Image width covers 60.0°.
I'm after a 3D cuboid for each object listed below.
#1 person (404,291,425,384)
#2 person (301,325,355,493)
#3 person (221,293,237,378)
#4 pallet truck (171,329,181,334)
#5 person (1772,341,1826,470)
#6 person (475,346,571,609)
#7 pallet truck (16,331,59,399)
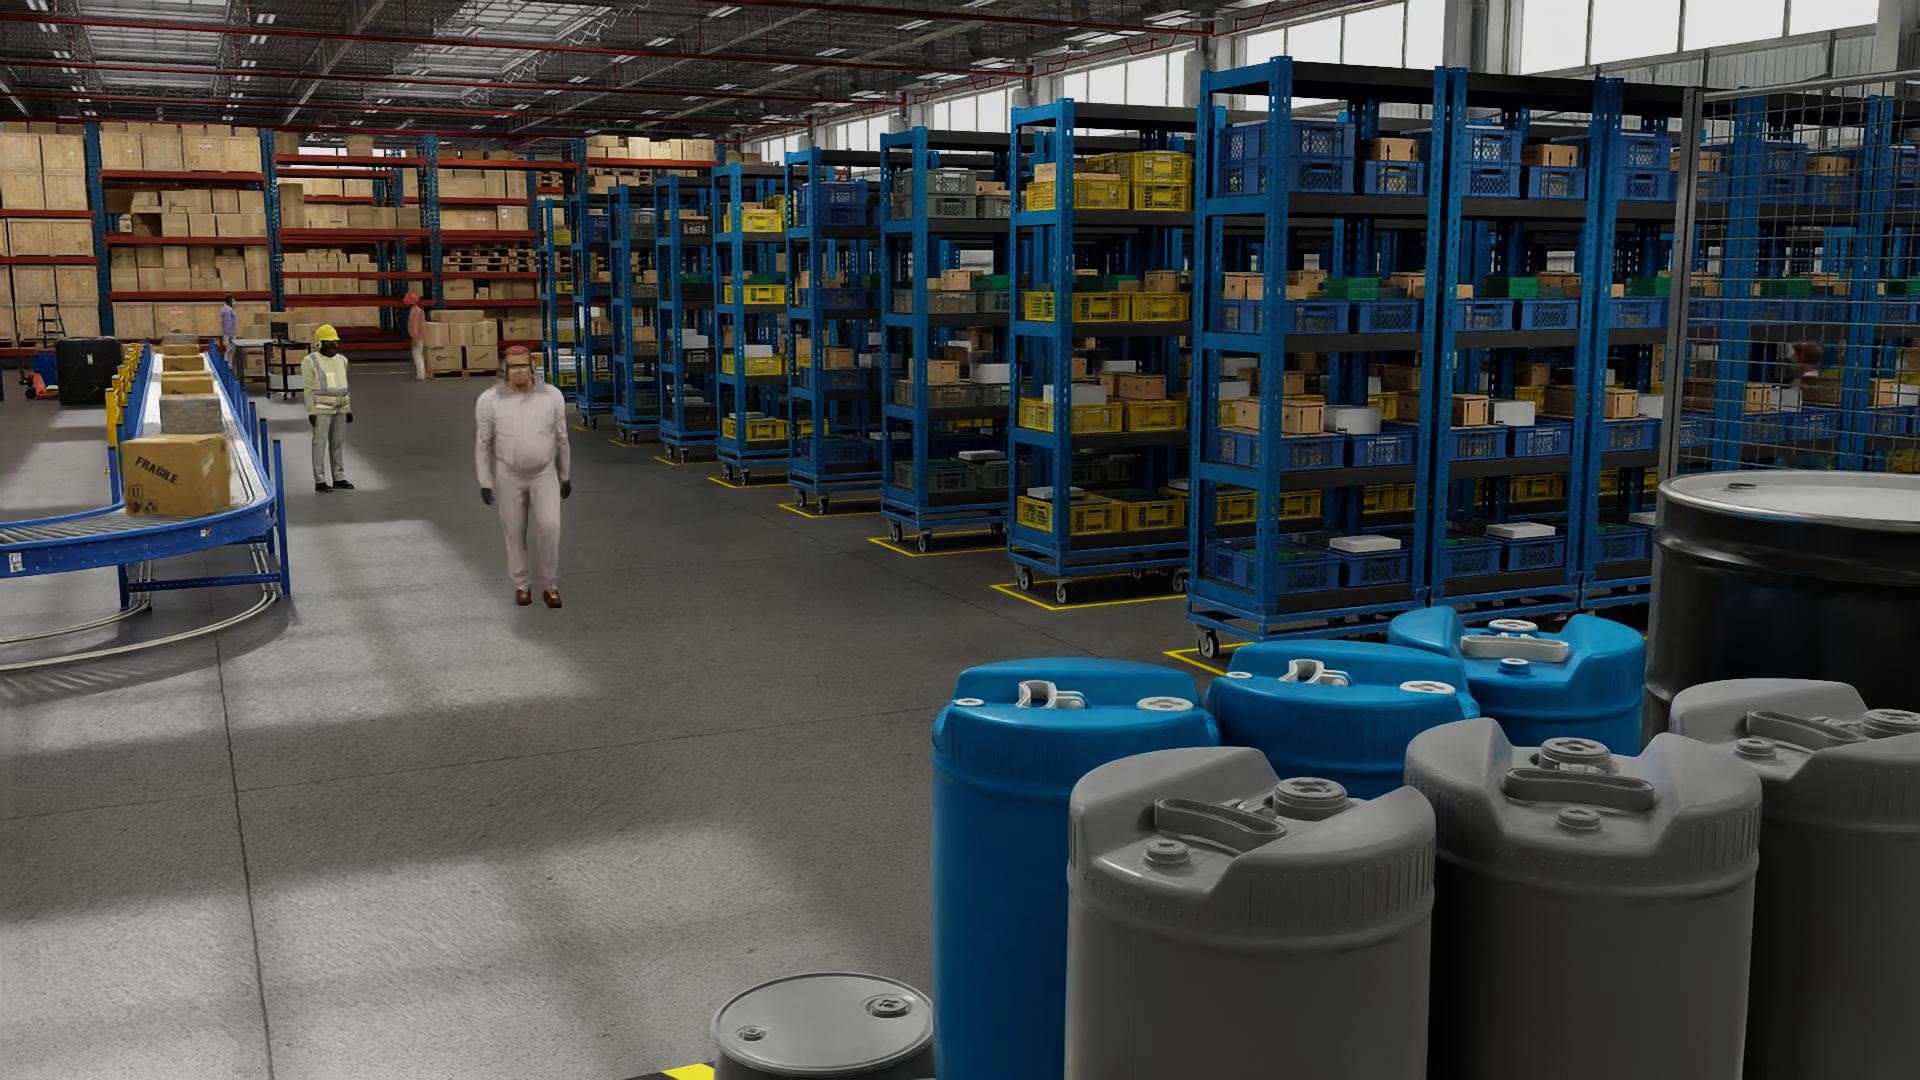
[{"bbox_3d":[-11.766,-4.373,35.959,0.395,1.991,0.637,-2,9,-11],"label":"person"},{"bbox_3d":[-6.929,-1.446,18.294,0.404,1.835,0.588,5,10,29],"label":"person"},{"bbox_3d":[-16.491,-4.608,37.589,0.352,1.937,0.635,-4,10,-21],"label":"person"},{"bbox_3d":[-17.275,-3.851,35.096,1.601,1.201,0.680,0,9,1],"label":"pallet truck"},{"bbox_3d":[7.100,-0.779,14.167,0.613,1.823,0.619,-7,11,-35],"label":"person"},{"bbox_3d":[-3.101,-0.436,11.870,0.671,1.879,0.731,-3,10,-20],"label":"person"},{"bbox_3d":[-17.082,-3.353,31.781,1.630,1.274,0.653,-4,10,-25],"label":"pallet truck"}]
